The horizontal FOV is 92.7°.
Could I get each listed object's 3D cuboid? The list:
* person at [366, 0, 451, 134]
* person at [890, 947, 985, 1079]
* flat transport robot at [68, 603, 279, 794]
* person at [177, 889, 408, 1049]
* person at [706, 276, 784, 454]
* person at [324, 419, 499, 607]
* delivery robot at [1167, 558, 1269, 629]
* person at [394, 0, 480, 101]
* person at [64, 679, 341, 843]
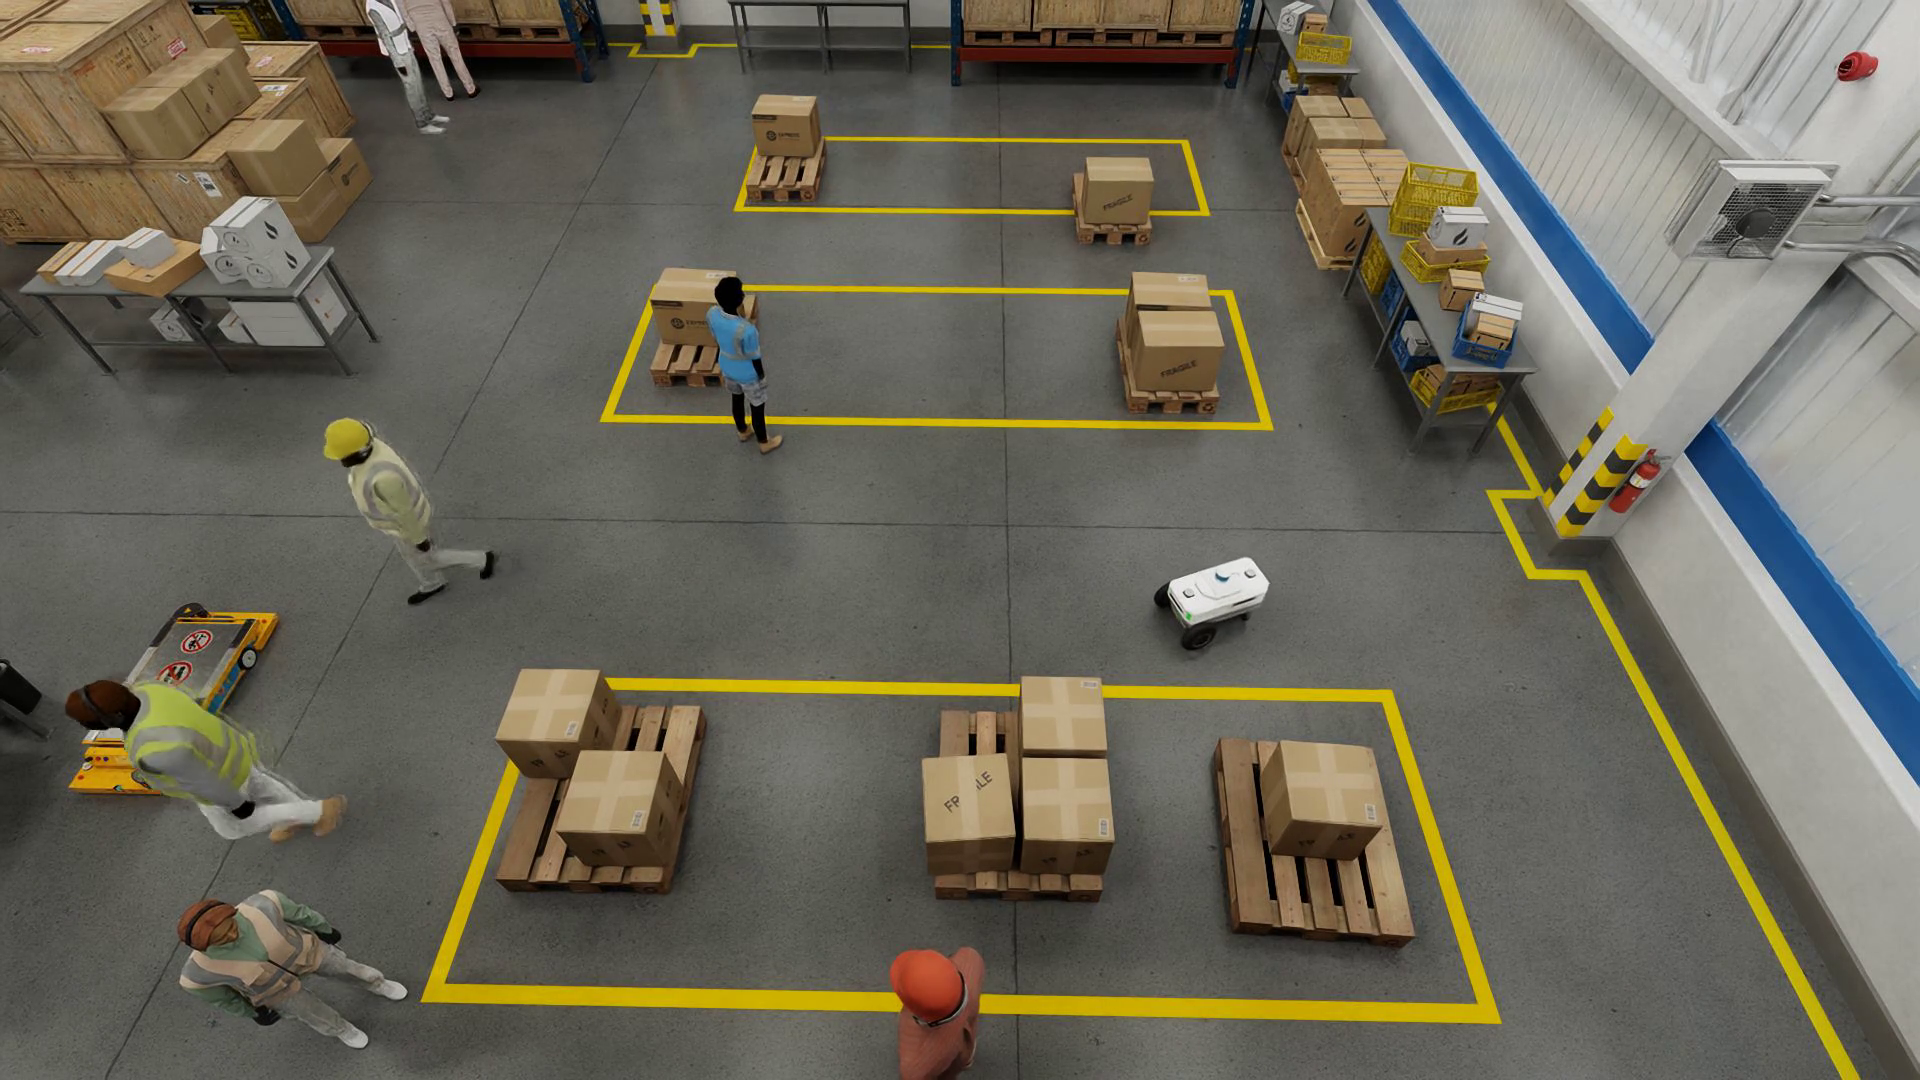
[{"bbox_3d":[-6.972,-6.073,11.425,0.397,1.913,0.598,-6,50,-5],"label":"person"},{"bbox_3d":[-0.106,2.315,4.269,0.381,1.994,0.619,20,53,16],"label":"person"},{"bbox_3d":[-5.504,1.072,6.442,0.652,0.197,1.431,1,50,1],"label":"flat transport robot"},{"bbox_3d":[-3.381,2.169,4.629,0.313,1.633,0.514,19,52,15],"label":"person"},{"bbox_3d":[-1.805,-1.430,7.637,0.529,1.688,0.318,31,56,24],"label":"person"},{"bbox_3d":[-3.946,-0.198,6.518,0.655,1.805,0.610,-30,56,-23],"label":"person"},{"bbox_3d":[1.902,0.383,6.781,0.707,0.478,0.477,-16,52,-13],"label":"delivery robot"},{"bbox_3d":[-6.936,-6.794,12.034,0.641,1.908,0.408,-13,51,-10],"label":"person"},{"bbox_3d":[-4.236,1.307,5.229,0.483,1.827,0.666,-31,56,-23],"label":"person"}]
